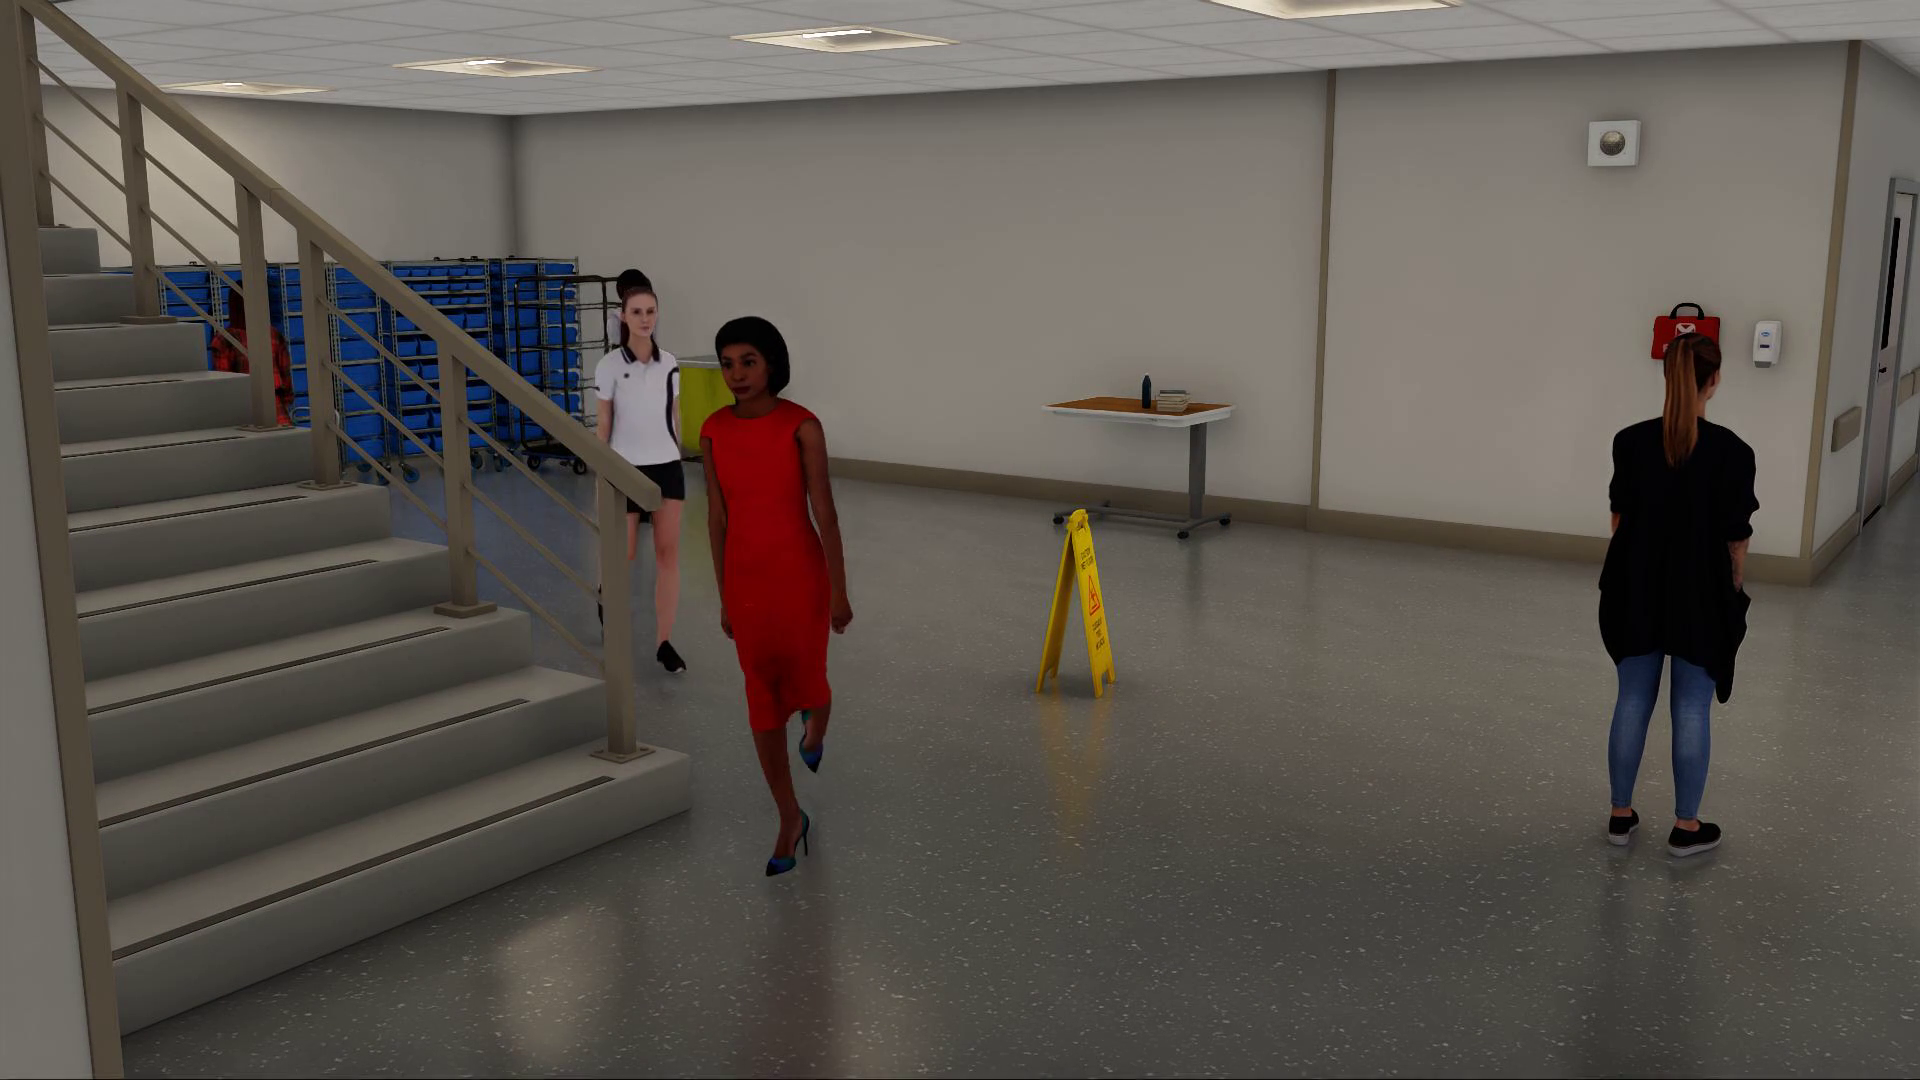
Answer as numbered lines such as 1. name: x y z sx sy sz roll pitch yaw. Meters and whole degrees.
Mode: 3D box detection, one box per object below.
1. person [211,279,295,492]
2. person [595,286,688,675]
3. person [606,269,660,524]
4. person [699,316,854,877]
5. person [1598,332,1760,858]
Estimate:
1. person: -4.189 -0.696 9.899 0.610 1.702 0.651 11 15 44
2. person: -1.476 -0.275 7.610 0.853 1.729 1.100 -6 12 -29
3. person: -2.223 -0.994 11.430 0.503 1.719 0.585 8 13 36
4. person: -0.568 0.163 5.349 1.067 1.712 0.973 1 11 7
5. person: 2.295 0.174 5.369 0.514 1.683 0.707 9 14 39
